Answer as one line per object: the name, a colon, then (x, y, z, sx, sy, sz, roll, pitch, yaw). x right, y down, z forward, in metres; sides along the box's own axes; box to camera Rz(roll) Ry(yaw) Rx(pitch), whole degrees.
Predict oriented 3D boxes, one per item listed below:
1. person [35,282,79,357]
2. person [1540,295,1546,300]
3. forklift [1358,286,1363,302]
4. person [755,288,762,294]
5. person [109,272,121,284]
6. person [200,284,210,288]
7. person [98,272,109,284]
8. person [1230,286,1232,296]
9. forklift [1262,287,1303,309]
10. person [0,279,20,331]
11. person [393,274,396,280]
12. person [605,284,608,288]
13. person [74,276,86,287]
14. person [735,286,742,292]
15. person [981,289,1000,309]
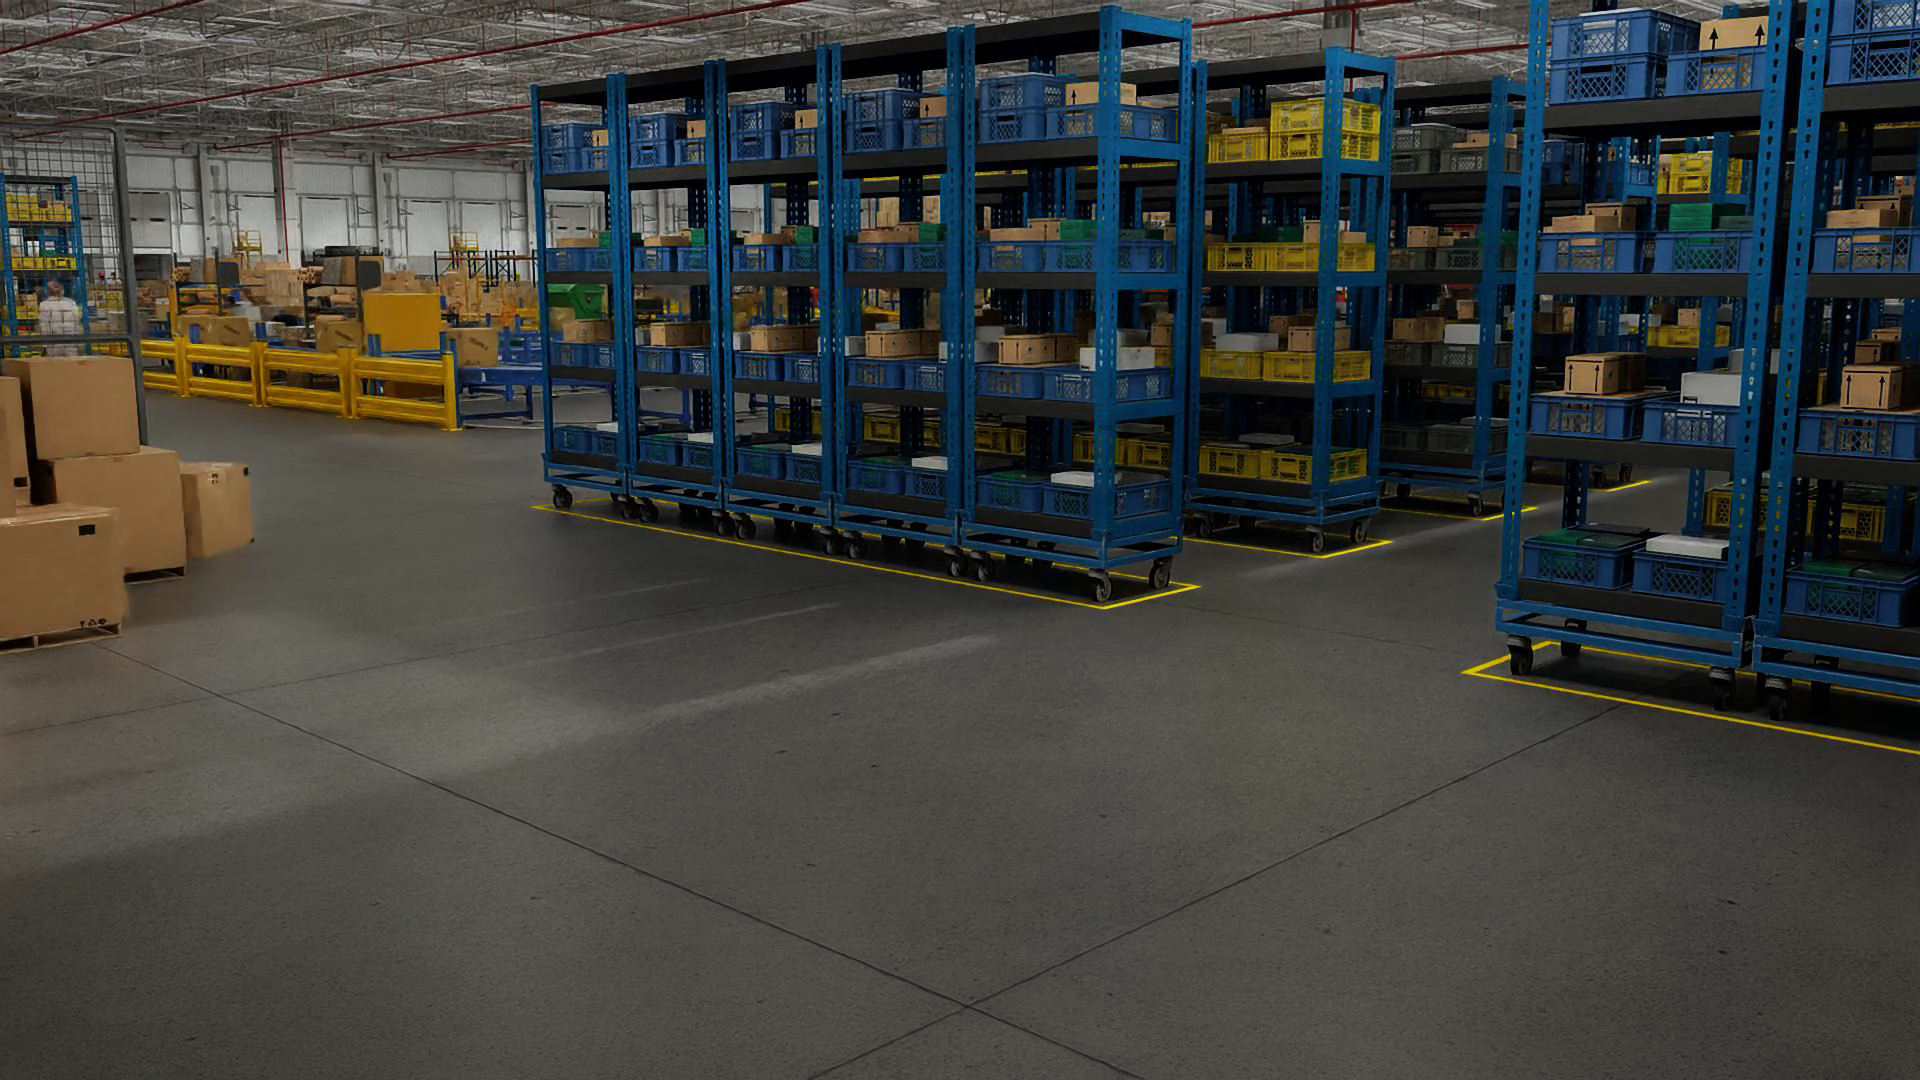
person: (-13.781, -2.984, 25.346, 0.937, 1.862, 0.670, 7, 11, 35)
person: (16.545, -6.556, 47.576, 0.327, 1.761, 0.522, -7, 12, -38)
forklift: (11.100, -7.017, 46.970, 1.873, 2.768, 1.129, 9, 13, 43)
person: (-8.374, -9.915, 68.627, 0.819, 1.599, 0.533, -3, 10, -20)
person: (-35.715, -10.344, 70.280, 0.643, 1.937, 0.419, 4, 10, 22)
person: (-32.718, -10.637, 72.339, 0.524, 1.840, 0.614, 2, 9, 12)
person: (-37.547, -10.771, 72.869, 0.547, 1.938, 0.359, 2, 9, 11)
person: (7.831, -6.598, 47.459, 0.545, 1.892, 0.940, -1, 9, -8)
forklift: (10.769, -8.203, 54.240, 1.129, 2.768, 1.873, 8, 12, 42)
person: (-29.554, -7.320, 51.761, 0.592, 1.922, 0.392, -8, 13, -42)
person: (-20.469, -8.720, 60.386, 0.745, 1.909, 0.558, -2, 9, -10)
person: (-16.163, -11.292, 76.266, 0.336, 1.873, 0.521, -2, 10, -13)
person: (-45.078, -12.785, 85.178, 0.713, 1.959, 0.644, -9, 13, -43)
person: (-9.294, -10.177, 69.225, 0.548, 1.937, 0.379, 9, 13, 43)
person: (0.584, -3.611, 29.485, 0.525, 1.772, 0.309, 4, 10, 25)
